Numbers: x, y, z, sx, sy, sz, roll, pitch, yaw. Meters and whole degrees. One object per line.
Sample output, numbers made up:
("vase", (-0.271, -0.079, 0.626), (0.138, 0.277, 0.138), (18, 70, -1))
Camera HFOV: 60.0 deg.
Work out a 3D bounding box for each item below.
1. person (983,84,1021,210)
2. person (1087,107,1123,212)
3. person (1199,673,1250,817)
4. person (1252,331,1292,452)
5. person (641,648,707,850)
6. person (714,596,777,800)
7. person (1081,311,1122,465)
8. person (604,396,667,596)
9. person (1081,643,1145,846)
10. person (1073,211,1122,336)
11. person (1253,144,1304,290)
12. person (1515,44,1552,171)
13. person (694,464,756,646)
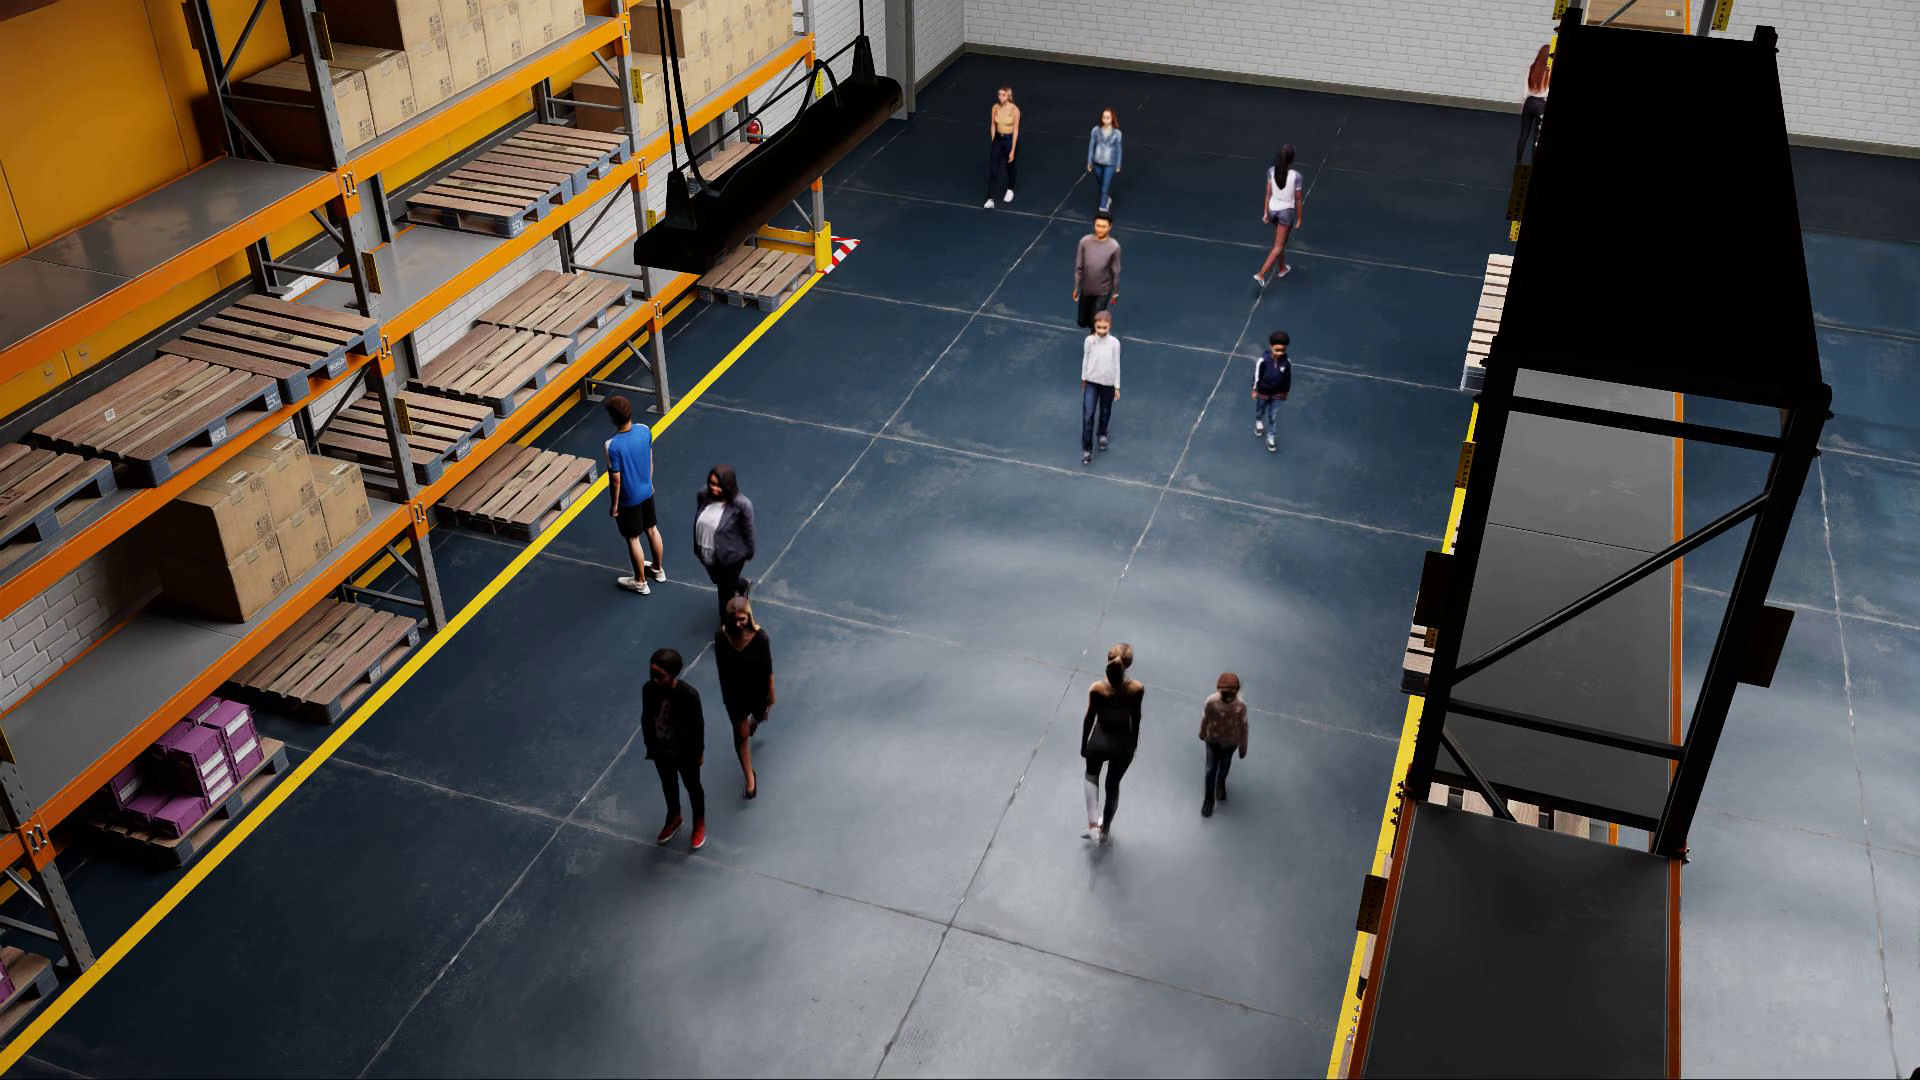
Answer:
("person", (0.629, -5.122, 21.547), (0.595, 1.593, 1.029), (12, 36, 18))
("person", (1.860, -4.813, 21.214), (0.577, 1.447, 0.993), (12, 35, 17))
("person", (1.920, 1.400, 12.111), (0.560, 1.176, 0.688), (5, 34, 8))
("person", (3.069, -1.515, 16.462), (0.611, 1.215, 0.752), (4, 34, 5))
("person", (-1.983, 1.435, 11.610), (0.615, 1.674, 0.538), (8, 34, 12))
("person", (-1.553, 1.060, 12.202), (0.819, 1.644, 1.093), (1, 34, 1))
("person", (1.387, -1.576, 16.269), (0.687, 1.530, 0.948), (2, 34, 3))
("person", (-2.785, -0.398, 14.194), (0.767, 1.866, 0.603), (21, 39, 28))
("person", (1.065, 1.488, 11.520), (0.674, 1.685, 0.749), (-1, 34, -2))
("person", (1.469, -2.693, 17.745), (0.665, 1.756, 0.914), (12, 36, 18))
("person", (3.699, -3.739, 19.379), (0.891, 1.691, 1.222), (26, 41, 33))
("person", (7.755, -5.783, 22.389), (0.648, 1.762, 0.605), (24, 40, 31))
("person", (-1.929, 0.047, 13.781), (0.764, 1.581, 1.022), (17, 37, 24))
